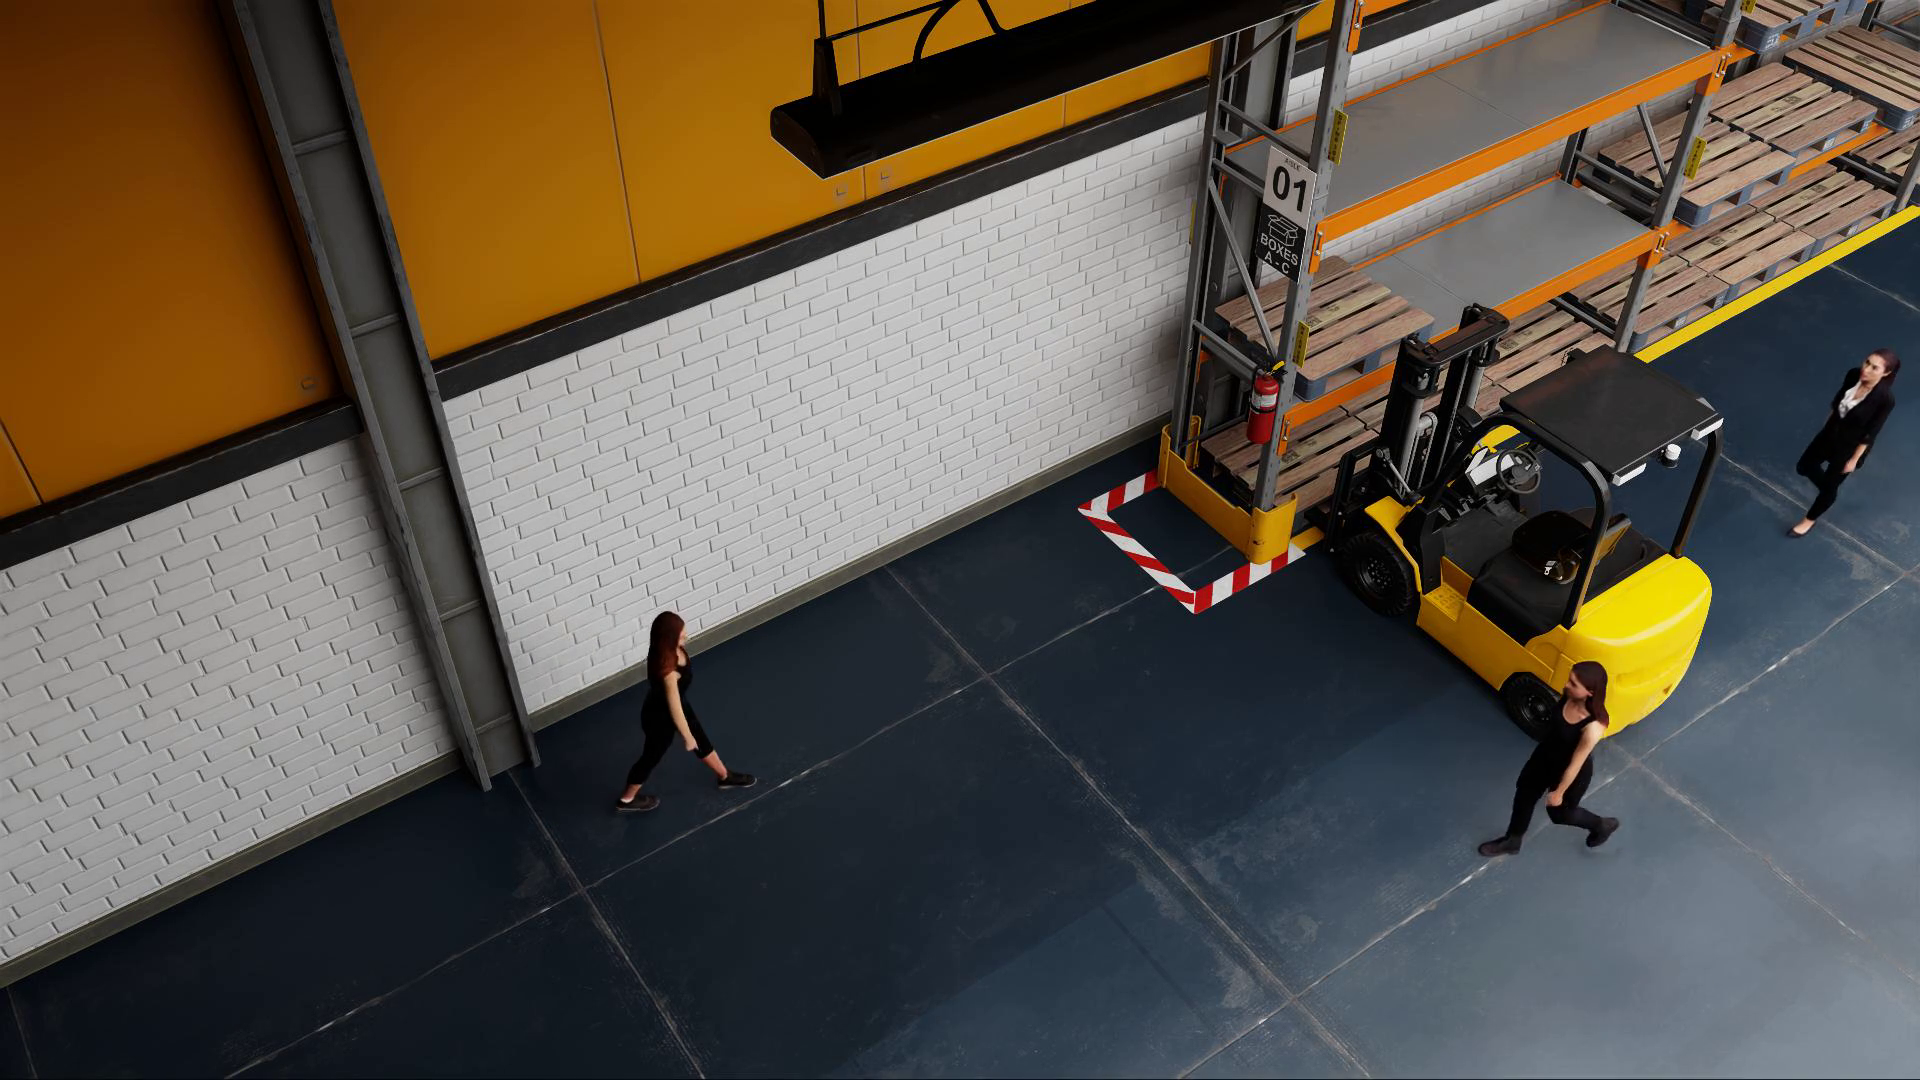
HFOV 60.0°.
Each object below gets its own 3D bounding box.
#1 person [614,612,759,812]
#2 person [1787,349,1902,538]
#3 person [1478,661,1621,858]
[{"bbox_3d":[-1.847,1.045,9.901,1.203,1.688,0.966,-8,44,-8],"label":"person"},{"bbox_3d":[6.301,-0.685,11.743,0.764,1.650,0.687,-14,45,-14],"label":"person"},{"bbox_3d":[3.567,1.317,9.630,1.109,1.666,0.873,-6,44,-6],"label":"person"}]
